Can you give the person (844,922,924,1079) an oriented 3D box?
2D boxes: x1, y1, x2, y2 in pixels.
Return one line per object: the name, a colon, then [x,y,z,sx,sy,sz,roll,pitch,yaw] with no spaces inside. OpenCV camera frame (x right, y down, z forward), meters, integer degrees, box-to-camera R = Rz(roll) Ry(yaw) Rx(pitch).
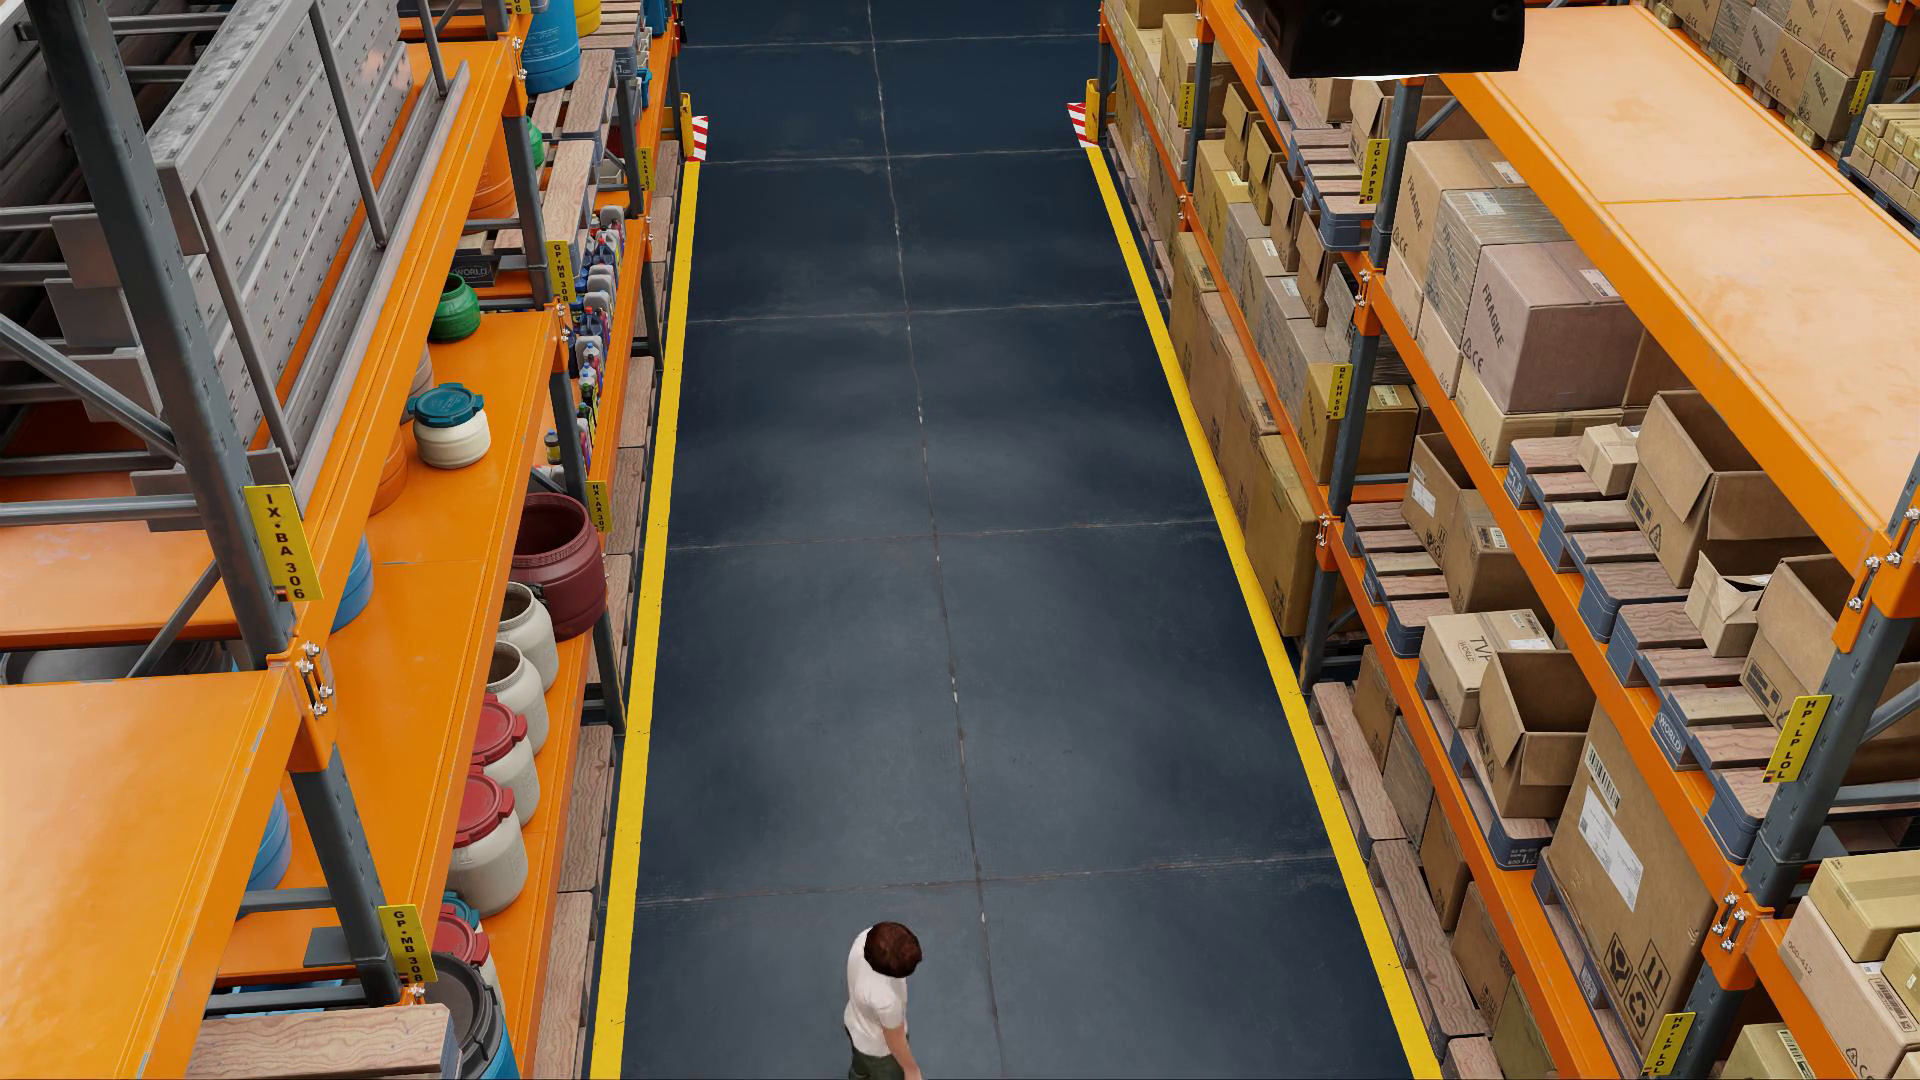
person: [-0.378,2.045,6.983,0.842,1.625,0.574,-21,42,-26]
